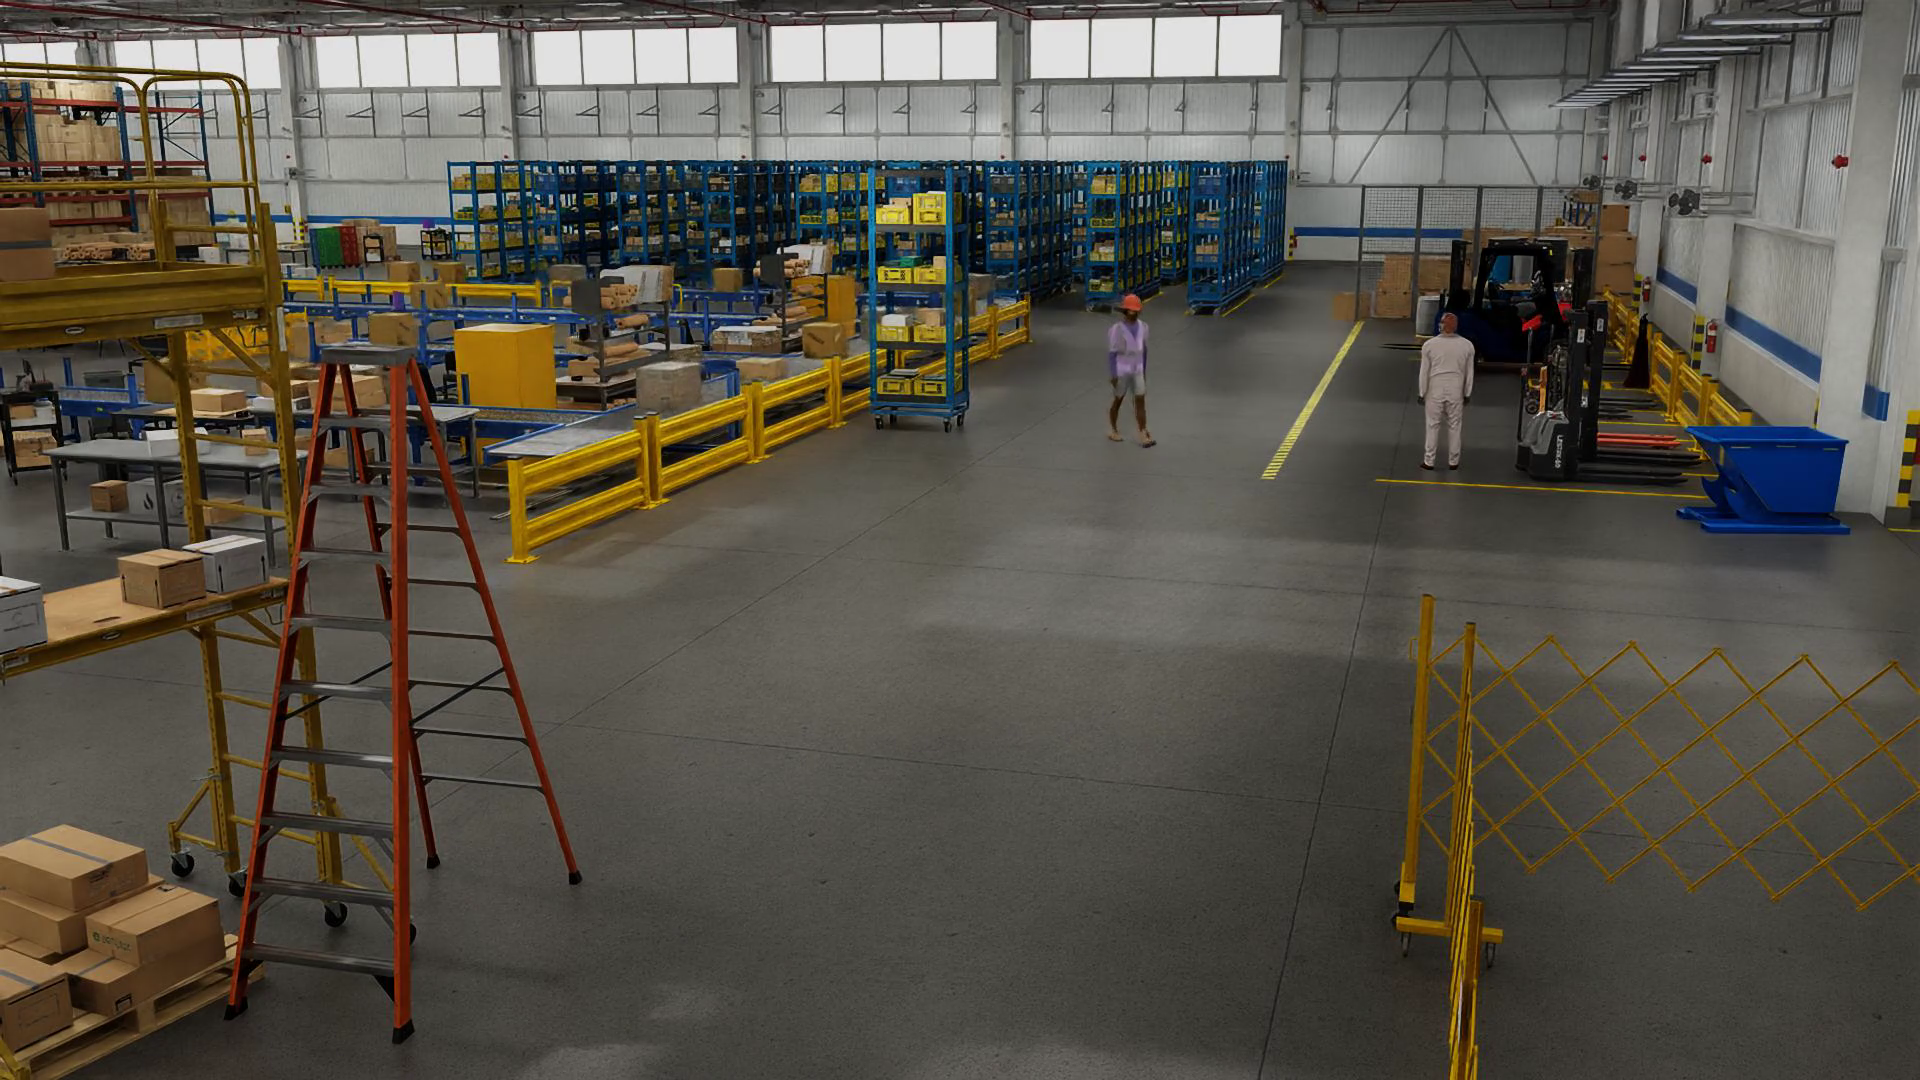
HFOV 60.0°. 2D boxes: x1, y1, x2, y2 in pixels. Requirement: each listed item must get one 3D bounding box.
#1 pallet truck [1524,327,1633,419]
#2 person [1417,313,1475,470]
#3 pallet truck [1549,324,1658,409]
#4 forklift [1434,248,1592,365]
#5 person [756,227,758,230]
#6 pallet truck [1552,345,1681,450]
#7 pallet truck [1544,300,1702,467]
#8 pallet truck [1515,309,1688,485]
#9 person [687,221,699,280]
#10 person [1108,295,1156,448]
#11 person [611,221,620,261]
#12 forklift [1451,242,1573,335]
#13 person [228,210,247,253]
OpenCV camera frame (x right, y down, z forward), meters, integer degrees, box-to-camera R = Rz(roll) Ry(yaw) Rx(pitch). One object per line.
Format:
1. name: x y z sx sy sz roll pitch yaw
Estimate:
1. pallet truck: 9.065 -2.460 24.370 1.522 1.261 0.704 3 13 14
2. person: 5.864 -1.793 20.141 0.653 1.907 0.408 1 13 2
3. pallet truck: 9.824 -2.669 25.407 1.601 1.201 0.680 4 14 16
4. forklift: 9.780 -4.111 29.280 2.680 1.987 1.157 3 13 14
5. person: -6.366 -9.671 54.399 0.582 1.810 0.920 3 13 12
6. pallet truck: 8.641 -1.896 21.908 1.630 1.274 0.653 4 14 16
7. pallet truck: 8.263 -1.952 20.631 1.885 1.965 0.823 5 14 20
8. pallet truck: 7.554 -1.677 19.446 1.885 1.965 0.823 3 13 14
9. person: -8.159 -8.871 50.870 0.404 1.837 0.590 -5 14 -21
10. person: 2.225 -2.217 21.810 0.635 1.984 1.069 -6 14 -23
11. person: -10.470 -8.955 50.985 0.397 1.949 0.603 9 16 33
12. forklift: 10.464 -4.597 31.405 2.680 1.987 1.157 4 14 16
13. person: -27.505 -11.662 63.215 0.903 1.702 0.565 10 16 37
